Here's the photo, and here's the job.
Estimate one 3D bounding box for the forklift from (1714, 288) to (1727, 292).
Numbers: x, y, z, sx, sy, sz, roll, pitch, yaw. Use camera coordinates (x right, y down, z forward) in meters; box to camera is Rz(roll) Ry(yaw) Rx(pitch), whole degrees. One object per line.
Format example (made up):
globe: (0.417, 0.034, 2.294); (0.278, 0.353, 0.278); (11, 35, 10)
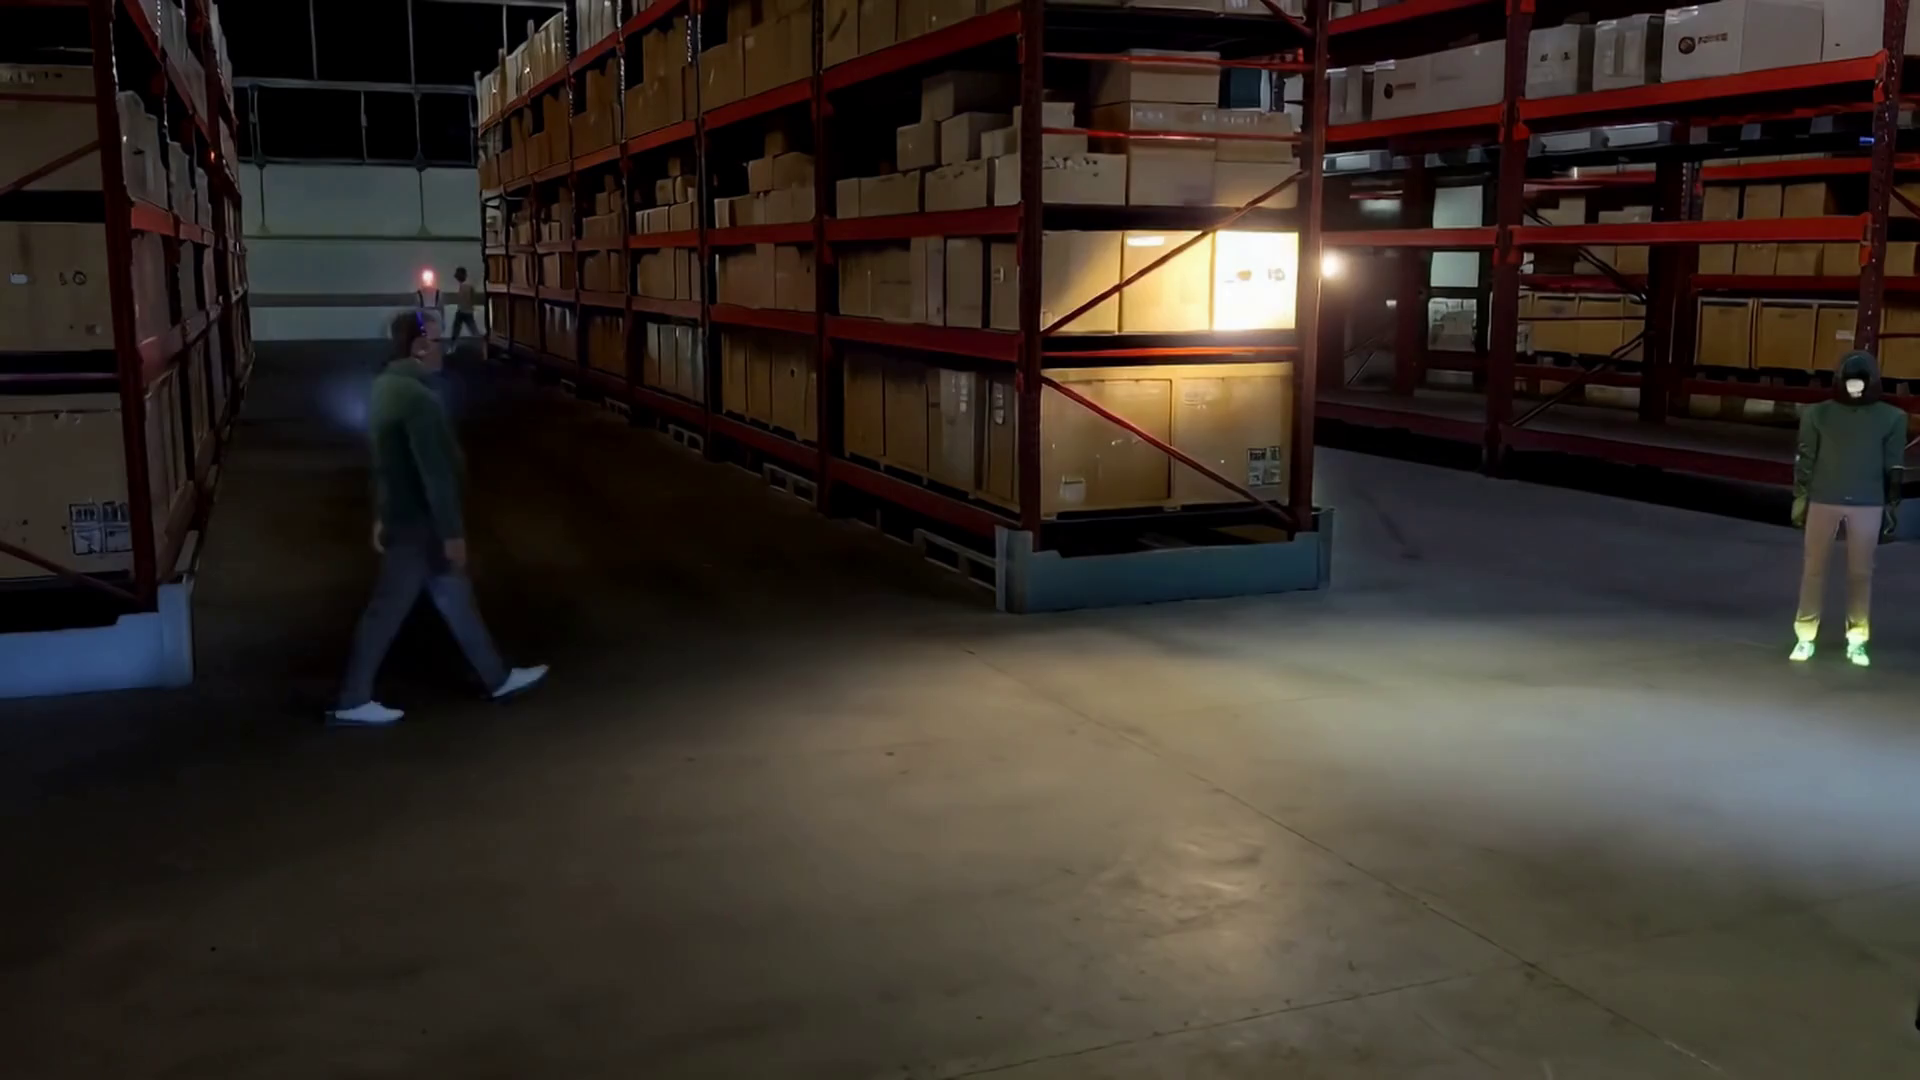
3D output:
forklift: (12.961, -4.050, 28.123); (1.873, 2.768, 1.129); (7, 12, 35)

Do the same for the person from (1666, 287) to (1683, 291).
person: (14.574, -4.569, 33.878); (0.396, 1.992, 0.619); (-9, 13, -42)

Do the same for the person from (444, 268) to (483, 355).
person: (-11.094, -5.137, 37.405); (0.996, 1.958, 0.605); (-7, 12, -37)

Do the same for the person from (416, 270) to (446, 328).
person: (-10.615, -4.446, 33.399); (0.563, 1.901, 0.859); (-3, 10, -16)

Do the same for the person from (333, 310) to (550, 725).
person: (-2.404, -0.103, 7.540); (1.019, 1.854, 0.667); (-5, 11, -28)

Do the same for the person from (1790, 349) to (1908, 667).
person: (4.561, -0.163, 8.568); (0.508, 1.632, 0.271); (4, 10, 24)
